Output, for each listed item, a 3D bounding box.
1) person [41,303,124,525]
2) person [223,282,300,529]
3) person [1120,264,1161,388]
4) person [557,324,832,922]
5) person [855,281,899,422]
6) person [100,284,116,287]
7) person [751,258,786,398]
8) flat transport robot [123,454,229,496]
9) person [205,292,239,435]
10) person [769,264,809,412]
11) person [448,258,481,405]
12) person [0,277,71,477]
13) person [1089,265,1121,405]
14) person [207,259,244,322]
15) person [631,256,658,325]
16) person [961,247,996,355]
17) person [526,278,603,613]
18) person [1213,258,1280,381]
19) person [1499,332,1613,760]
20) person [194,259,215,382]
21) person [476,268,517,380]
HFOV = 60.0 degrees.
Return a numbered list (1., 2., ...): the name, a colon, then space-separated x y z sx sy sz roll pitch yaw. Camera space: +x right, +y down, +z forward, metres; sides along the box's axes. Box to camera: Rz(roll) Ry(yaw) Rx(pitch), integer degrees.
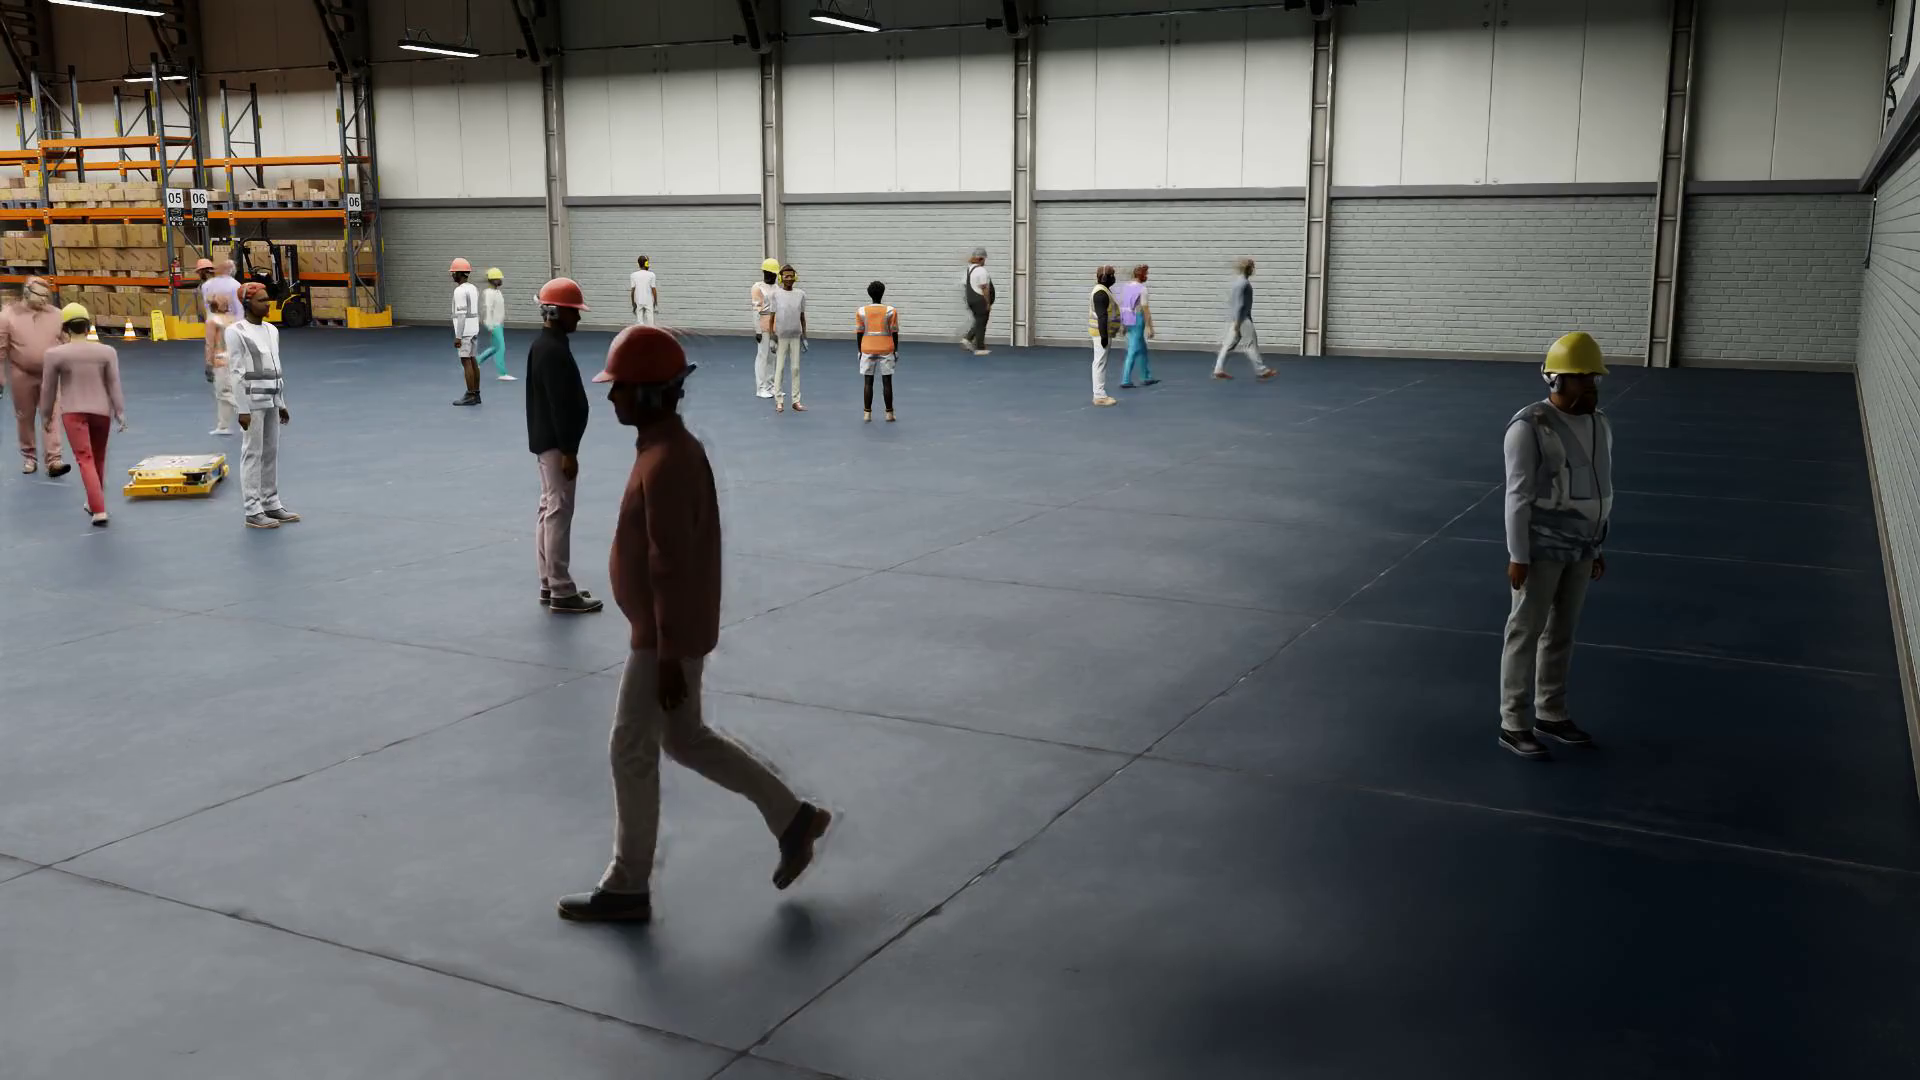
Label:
1. person: -6.873 -0.991 13.035 0.544 1.714 0.927 -9 13 -39
2. person: -5.393 -1.038 12.833 0.355 1.885 0.574 2 11 9
3. person: 2.726 -3.151 24.553 0.858 1.806 0.587 -4 11 -21
4. person: -0.883 0.279 5.436 0.850 1.968 0.628 -1 10 -5
5. person: -0.991 -2.263 20.016 0.535 1.700 0.318 0 10 2
6. person: -20.232 -5.901 39.528 0.979 1.826 0.539 4 11 21
7. person: -2.647 -2.938 23.088 0.376 1.923 0.585 5 12 27
8. flat transport robot: -6.966 -0.596 14.820 0.652 0.197 1.431 -3 11 -16
9. person: -8.146 -1.955 18.556 0.632 1.617 0.519 1 10 3
10. person: -2.183 -2.567 21.211 0.514 1.872 0.328 -5 11 -23
11. person: -6.560 -2.748 22.008 0.357 1.938 0.545 1 10 3
12. person: -8.604 -1.510 15.490 0.715 1.841 0.965 -8 13 -37
13. person: 1.924 -2.722 22.128 0.430 1.845 0.619 1 10 4
14. person: -10.805 -3.192 24.573 0.673 1.884 0.428 4 11 22
15. person: -5.917 -4.401 31.232 0.518 1.865 0.330 2 11 9
16. person: 0.405 -4.501 31.286 0.539 2.000 0.689 -4 11 -21
17. person: -2.385 -0.563 9.960 0.392 1.988 0.609 -4 11 -21
18. person: 4.402 -3.382 25.620 1.039 1.880 0.655 1 10 5
19. person: 2.597 0.019 7.203 0.591 1.833 0.404 -6 12 -32
20. person: -11.324 -3.333 25.360 0.608 1.883 0.574 0 10 1
21. person: -7.263 -3.340 25.754 0.690 1.749 0.524 0 10 2
